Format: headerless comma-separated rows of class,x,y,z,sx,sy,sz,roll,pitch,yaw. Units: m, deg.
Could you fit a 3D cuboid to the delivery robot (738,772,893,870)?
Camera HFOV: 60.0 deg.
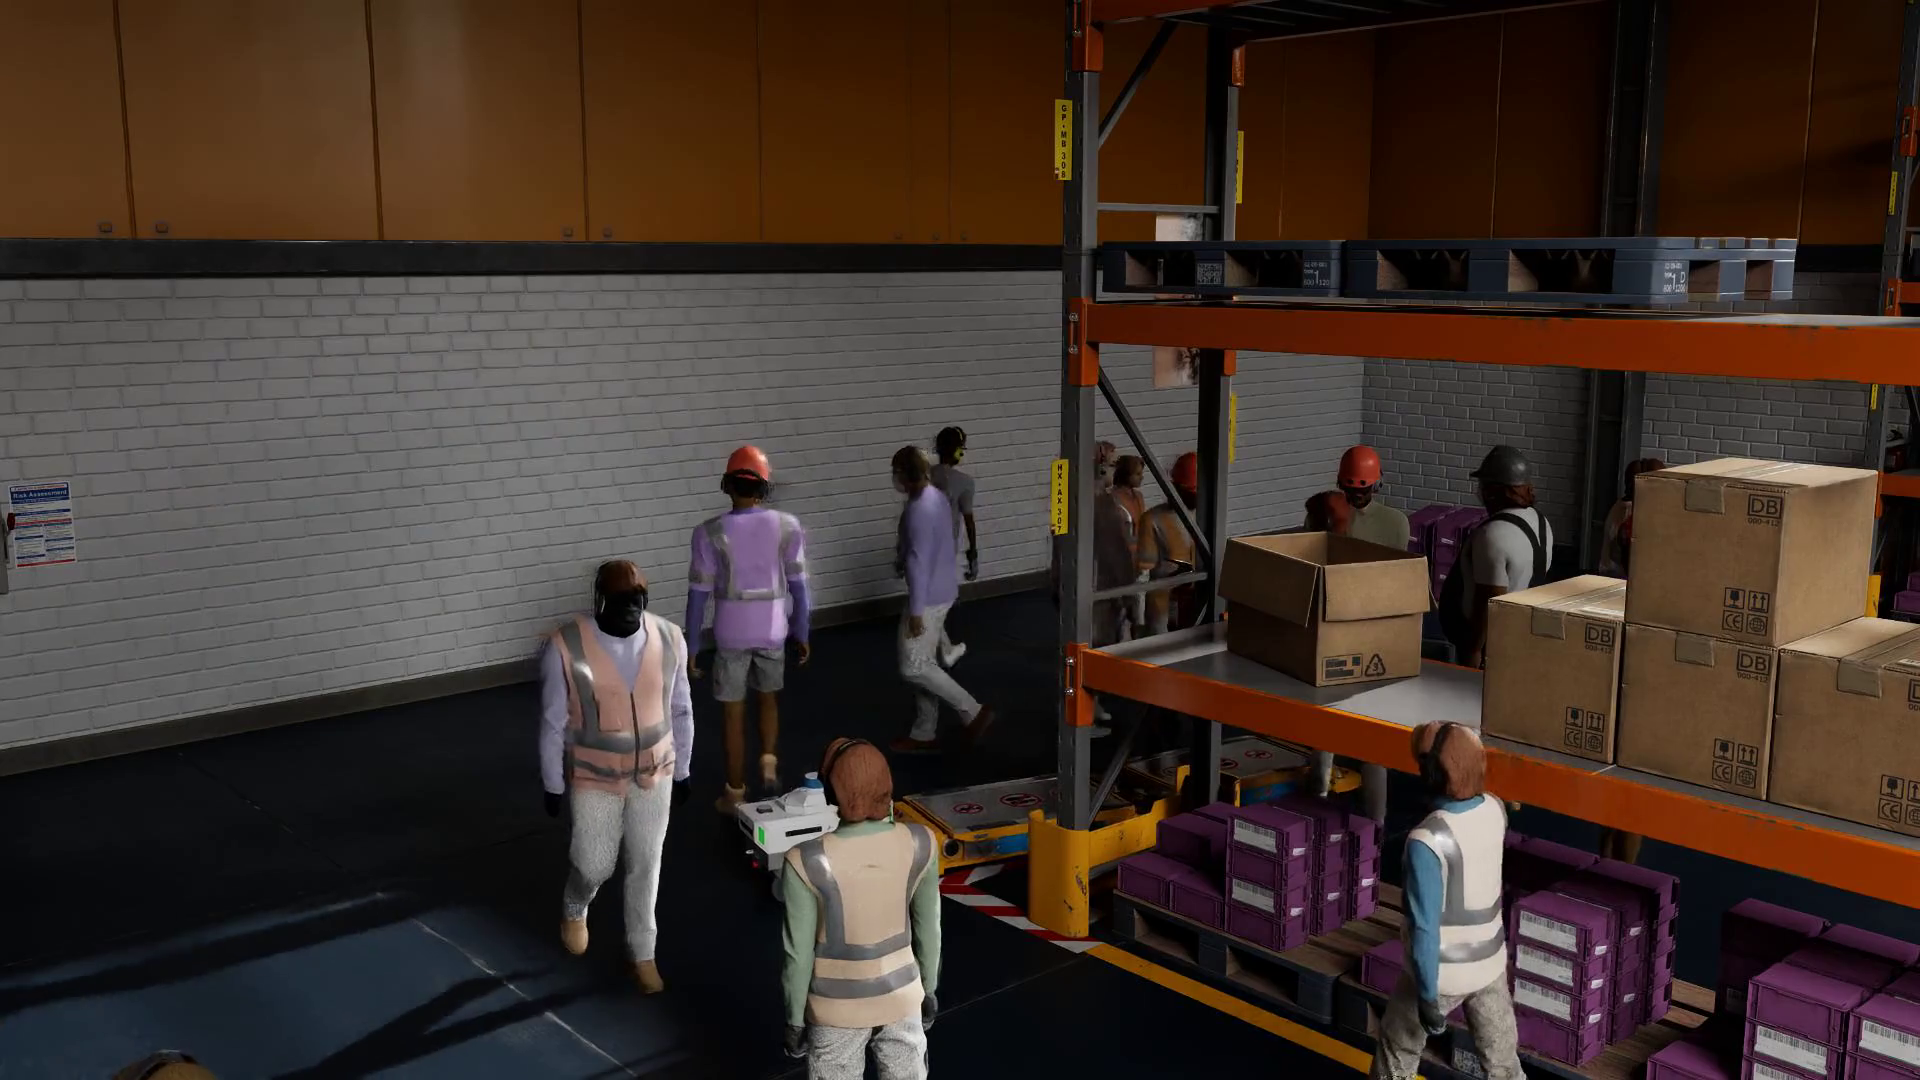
delivery robot,-0.694,1.360,7.989,0.707,0.478,0.477,-5,11,-25

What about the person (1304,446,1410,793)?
person,2.213,0.452,9.396,0.611,1.985,0.393,2,10,11

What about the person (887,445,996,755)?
person,-0.123,0.385,10.018,0.611,1.912,0.668,2,10,9

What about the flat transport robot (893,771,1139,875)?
flat transport robot,0.241,1.447,8.583,1.431,0.197,0.652,-4,11,-24

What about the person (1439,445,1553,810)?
person,2.843,0.500,8.950,0.537,2.000,0.682,8,13,40

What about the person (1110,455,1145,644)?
person,1.134,0.183,12.043,0.543,1.621,0.526,6,11,32

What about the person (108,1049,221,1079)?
person,-1.207,1.670,2.589,1.045,1.880,0.654,4,10,20

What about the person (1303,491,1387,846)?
person,2.031,0.651,8.737,0.647,1.823,1.009,-2,10,-14

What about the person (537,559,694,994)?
person,-1.434,0.956,6.920,0.648,1.823,0.552,-6,11,-31

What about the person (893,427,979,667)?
person,-0.135,0.102,11.949,0.548,1.820,0.980,5,11,27

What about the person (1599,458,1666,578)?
person,4.050,0.424,9.977,0.430,1.845,0.620,3,10,14

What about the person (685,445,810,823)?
person,-1.149,0.510,8.936,0.718,2.025,0.481,-4,11,-23

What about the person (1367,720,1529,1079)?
person,1.583,1.354,5.258,0.524,1.596,0.868,-8,12,-38

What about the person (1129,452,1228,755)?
person,1.309,0.417,9.843,0.669,1.899,0.489,-3,10,-16

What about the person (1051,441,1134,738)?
person,0.893,0.318,10.460,0.575,1.890,0.657,-4,11,-25

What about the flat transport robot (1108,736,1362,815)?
flat transport robot,1.500,1.325,9.297,1.431,0.197,0.652,-6,11,-32

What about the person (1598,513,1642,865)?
person,3.100,0.806,7.628,0.383,1.890,0.617,0,10,3

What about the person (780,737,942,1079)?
person,-0.287,1.390,4.922,0.523,1.636,0.310,-5,11,-27
